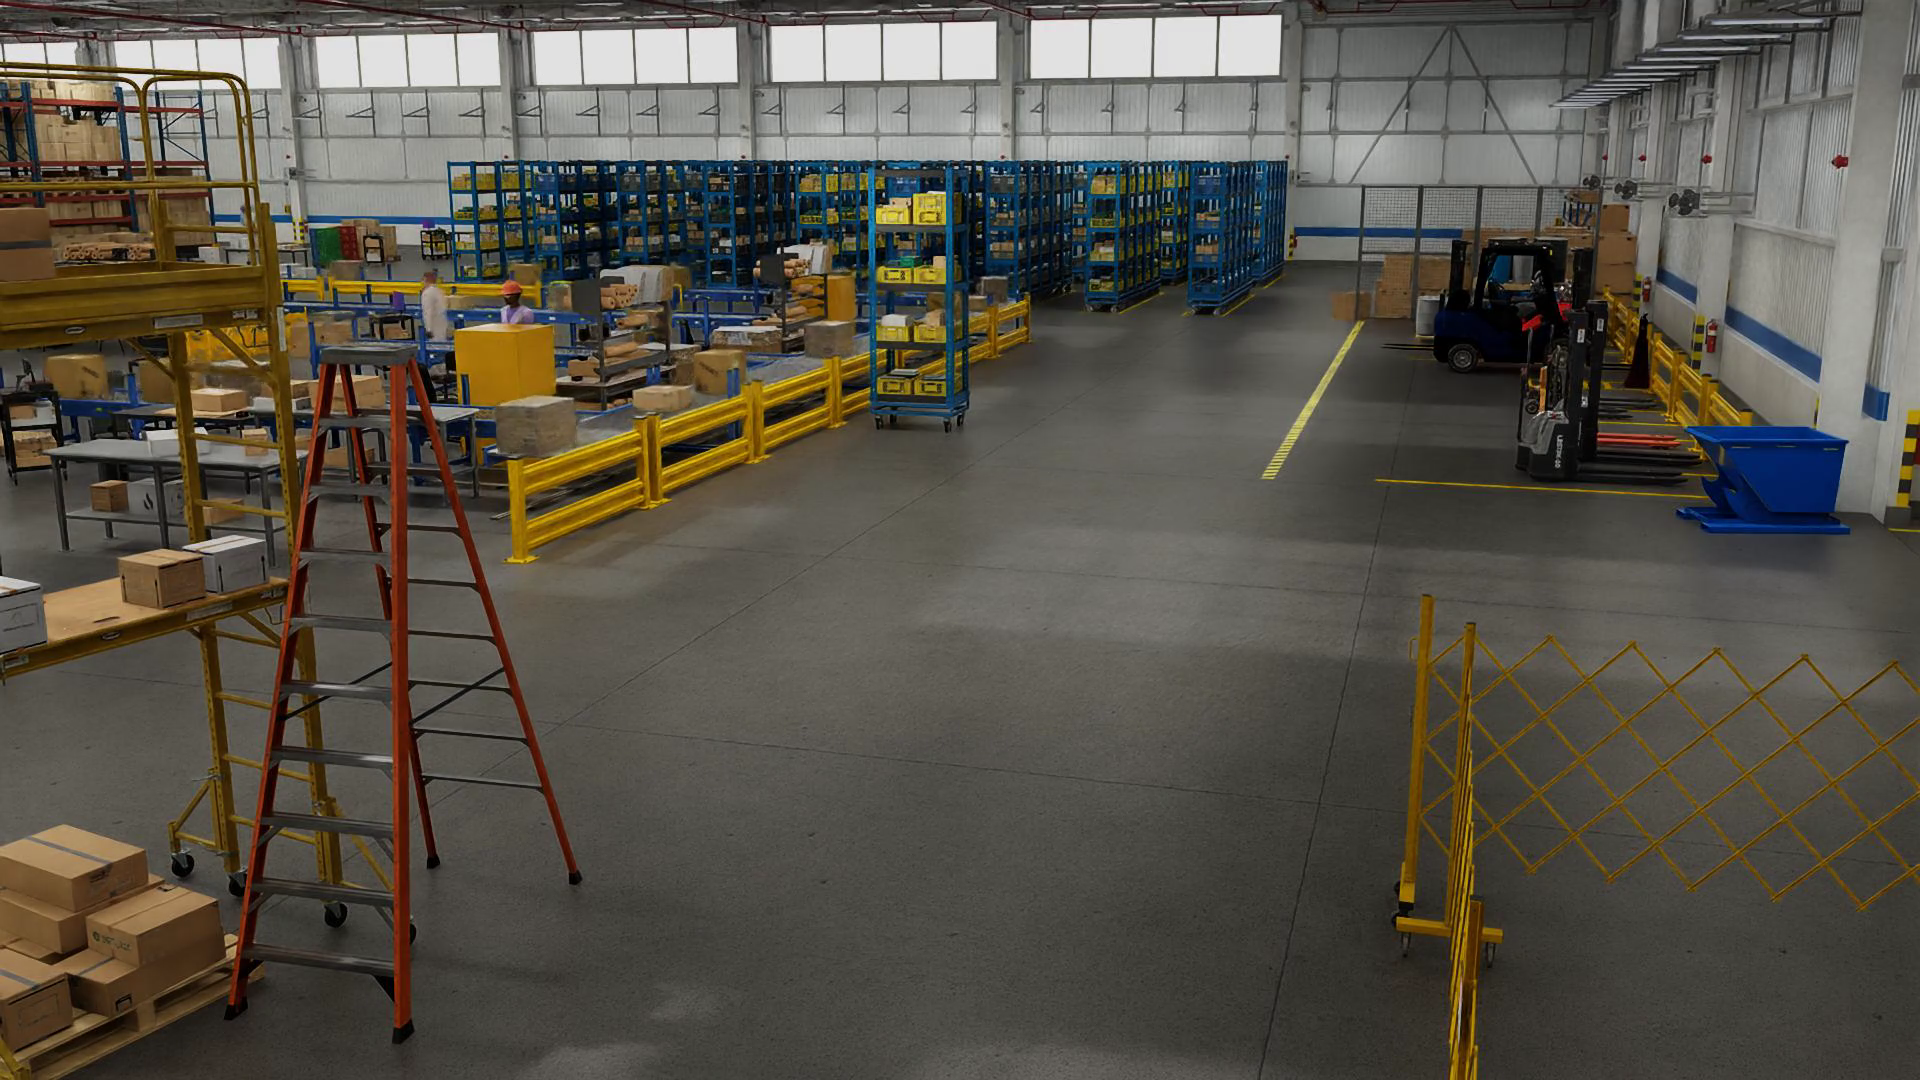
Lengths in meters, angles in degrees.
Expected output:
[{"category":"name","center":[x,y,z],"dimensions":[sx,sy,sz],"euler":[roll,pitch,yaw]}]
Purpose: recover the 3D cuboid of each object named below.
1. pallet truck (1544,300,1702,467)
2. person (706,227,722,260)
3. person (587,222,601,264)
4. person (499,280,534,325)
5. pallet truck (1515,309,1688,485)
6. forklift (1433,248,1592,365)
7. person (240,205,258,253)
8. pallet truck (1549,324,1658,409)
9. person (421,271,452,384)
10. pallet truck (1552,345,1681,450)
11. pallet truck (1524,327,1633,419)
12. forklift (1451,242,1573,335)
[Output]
[{"category":"pallet truck","center":[8.263,-1.952,20.631],"dimensions":[1.885,1.965,0.823],"euler":[5,14,20]},{"category":"person","center":[-7.369,-8.754,50.019],"dimensions":[0.608,1.995,0.380],"euler":[0,13,2]},{"category":"person","center":[-11.693,-9.381,53.190],"dimensions":[0.688,1.770,0.831],"euler":[-11,17,-40]},{"category":"person","center":[-6.279,-2.639,23.498],"dimensions":[0.616,2.041,0.379],"euler":[8,15,32]},{"category":"pallet truck","center":[7.554,-1.677,19.446],"dimensions":[1.885,1.965,0.823],"euler":[3,13,14]},{"category":"forklift","center":[9.780,-4.111,29.280],"dimensions":[2.680,1.987,1.157],"euler":[3,13,14]},{"category":"person","center":[-27.131,-11.823,63.528],"dimensions":[1.021,1.890,0.653],"euler":[6,14,24]},{"category":"pallet truck","center":[9.824,-2.669,25.407],"dimensions":[1.601,1.201,0.680],"euler":[4,14,16]},{"category":"person","center":[-8.834,-3.568,27.936],"dimensions":[0.695,1.861,0.655],"euler":[1,13,3]},{"category":"pallet truck","center":[8.641,-1.896,21.908],"dimensions":[1.630,1.274,0.653],"euler":[4,14,16]},{"category":"pallet truck","center":[9.065,-2.460,24.370],"dimensions":[1.522,1.261,0.704],"euler":[3,13,14]},{"category":"forklift","center":[10.464,-4.597,31.405],"dimensions":[2.680,1.987,1.157],"euler":[4,14,16]}]
